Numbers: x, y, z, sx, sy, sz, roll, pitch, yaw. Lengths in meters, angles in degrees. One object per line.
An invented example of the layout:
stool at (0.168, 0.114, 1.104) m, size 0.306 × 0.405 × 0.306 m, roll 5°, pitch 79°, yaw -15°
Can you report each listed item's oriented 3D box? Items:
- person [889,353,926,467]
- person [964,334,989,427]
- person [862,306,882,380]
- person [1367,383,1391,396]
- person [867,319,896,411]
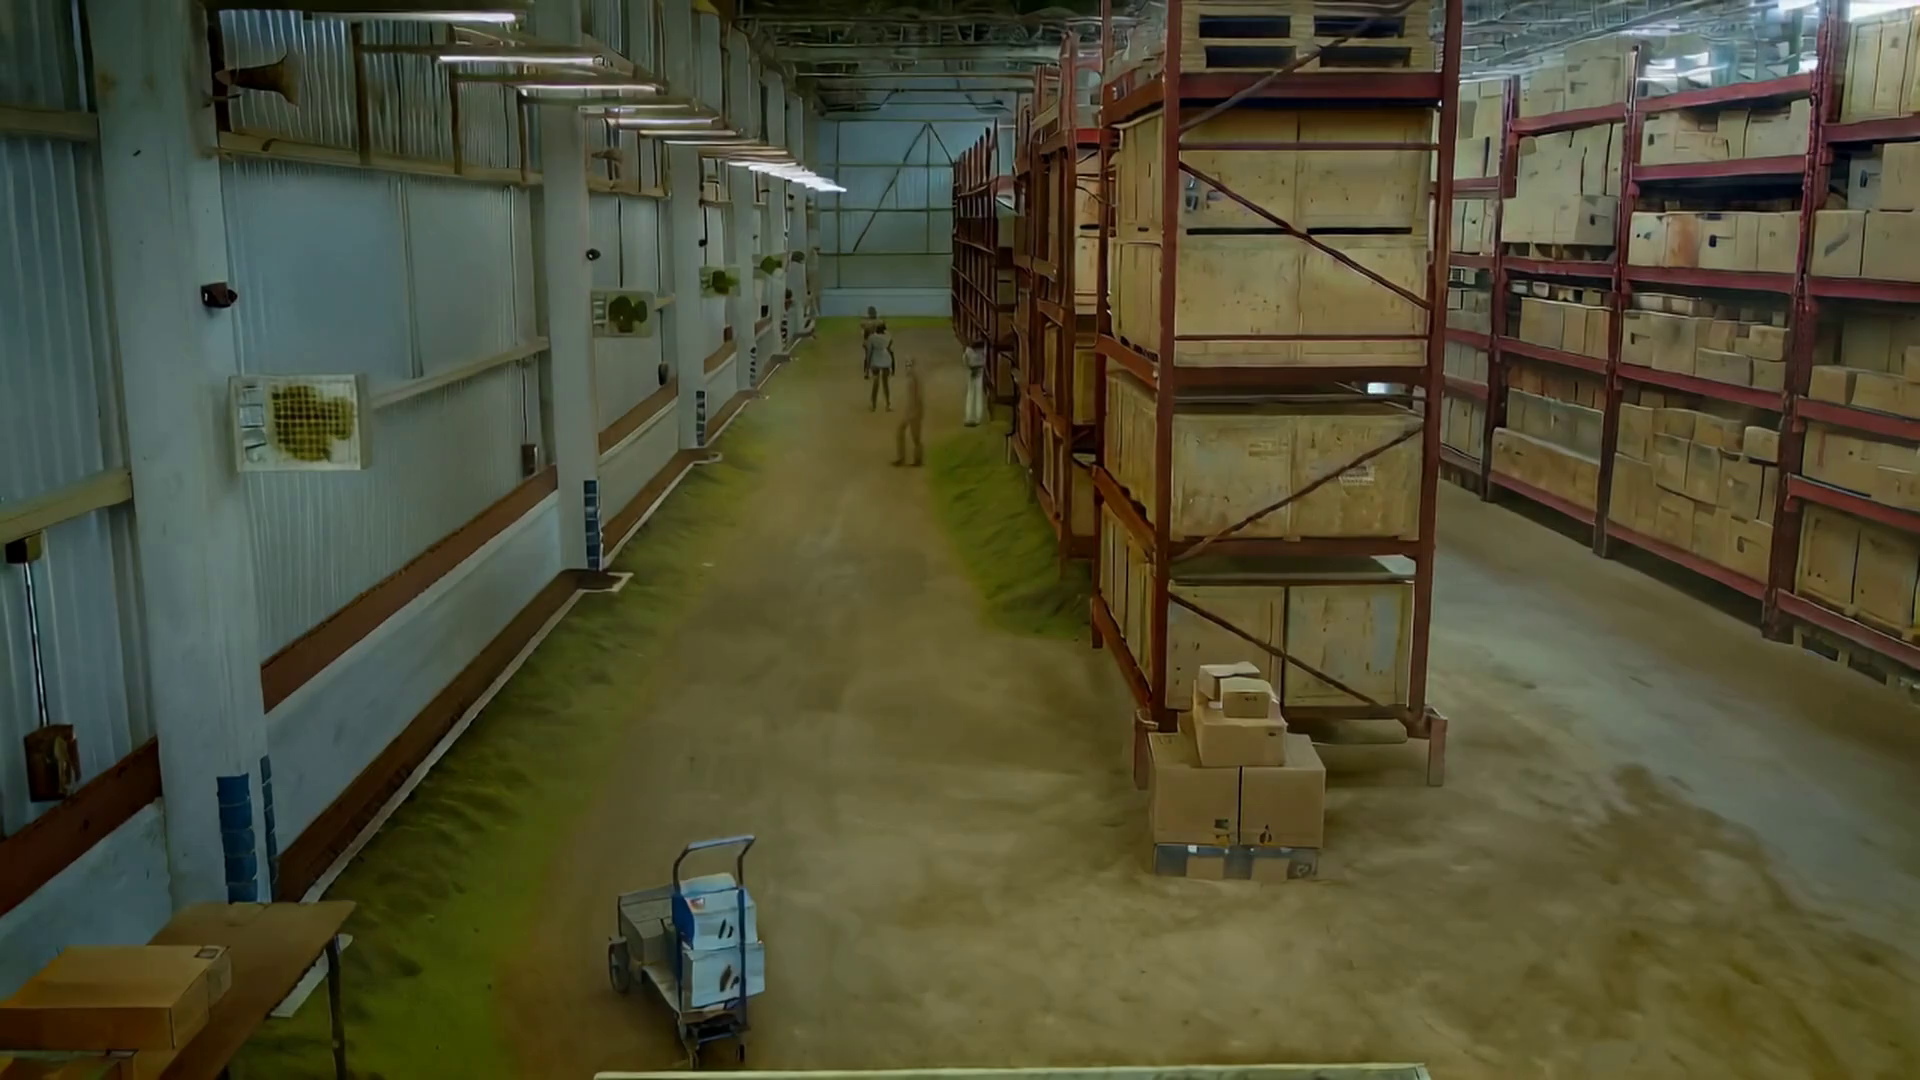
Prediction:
person at (-0.904, -2.141, 27.568) m, size 0.697 × 1.884 × 0.658 m, roll -8°, pitch 13°, yaw -35°
person at (0.315, -3.192, 33.174) m, size 0.563 × 1.838 × 0.389 m, roll -9°, pitch 14°, yaw -41°
person at (-2.244, -5.074, 42.792) m, size 0.593 × 1.910 × 0.390 m, roll -6°, pitch 12°, yaw -29°
person at (7.150, -2.253, 28.725) m, size 0.638 × 1.661 × 0.560 m, roll -7°, pitch 13°, yaw -32°
person at (-1.686, -3.752, 35.710) m, size 0.614 × 1.988 × 0.404 m, roll -3°, pitch 11°, yaw -15°
